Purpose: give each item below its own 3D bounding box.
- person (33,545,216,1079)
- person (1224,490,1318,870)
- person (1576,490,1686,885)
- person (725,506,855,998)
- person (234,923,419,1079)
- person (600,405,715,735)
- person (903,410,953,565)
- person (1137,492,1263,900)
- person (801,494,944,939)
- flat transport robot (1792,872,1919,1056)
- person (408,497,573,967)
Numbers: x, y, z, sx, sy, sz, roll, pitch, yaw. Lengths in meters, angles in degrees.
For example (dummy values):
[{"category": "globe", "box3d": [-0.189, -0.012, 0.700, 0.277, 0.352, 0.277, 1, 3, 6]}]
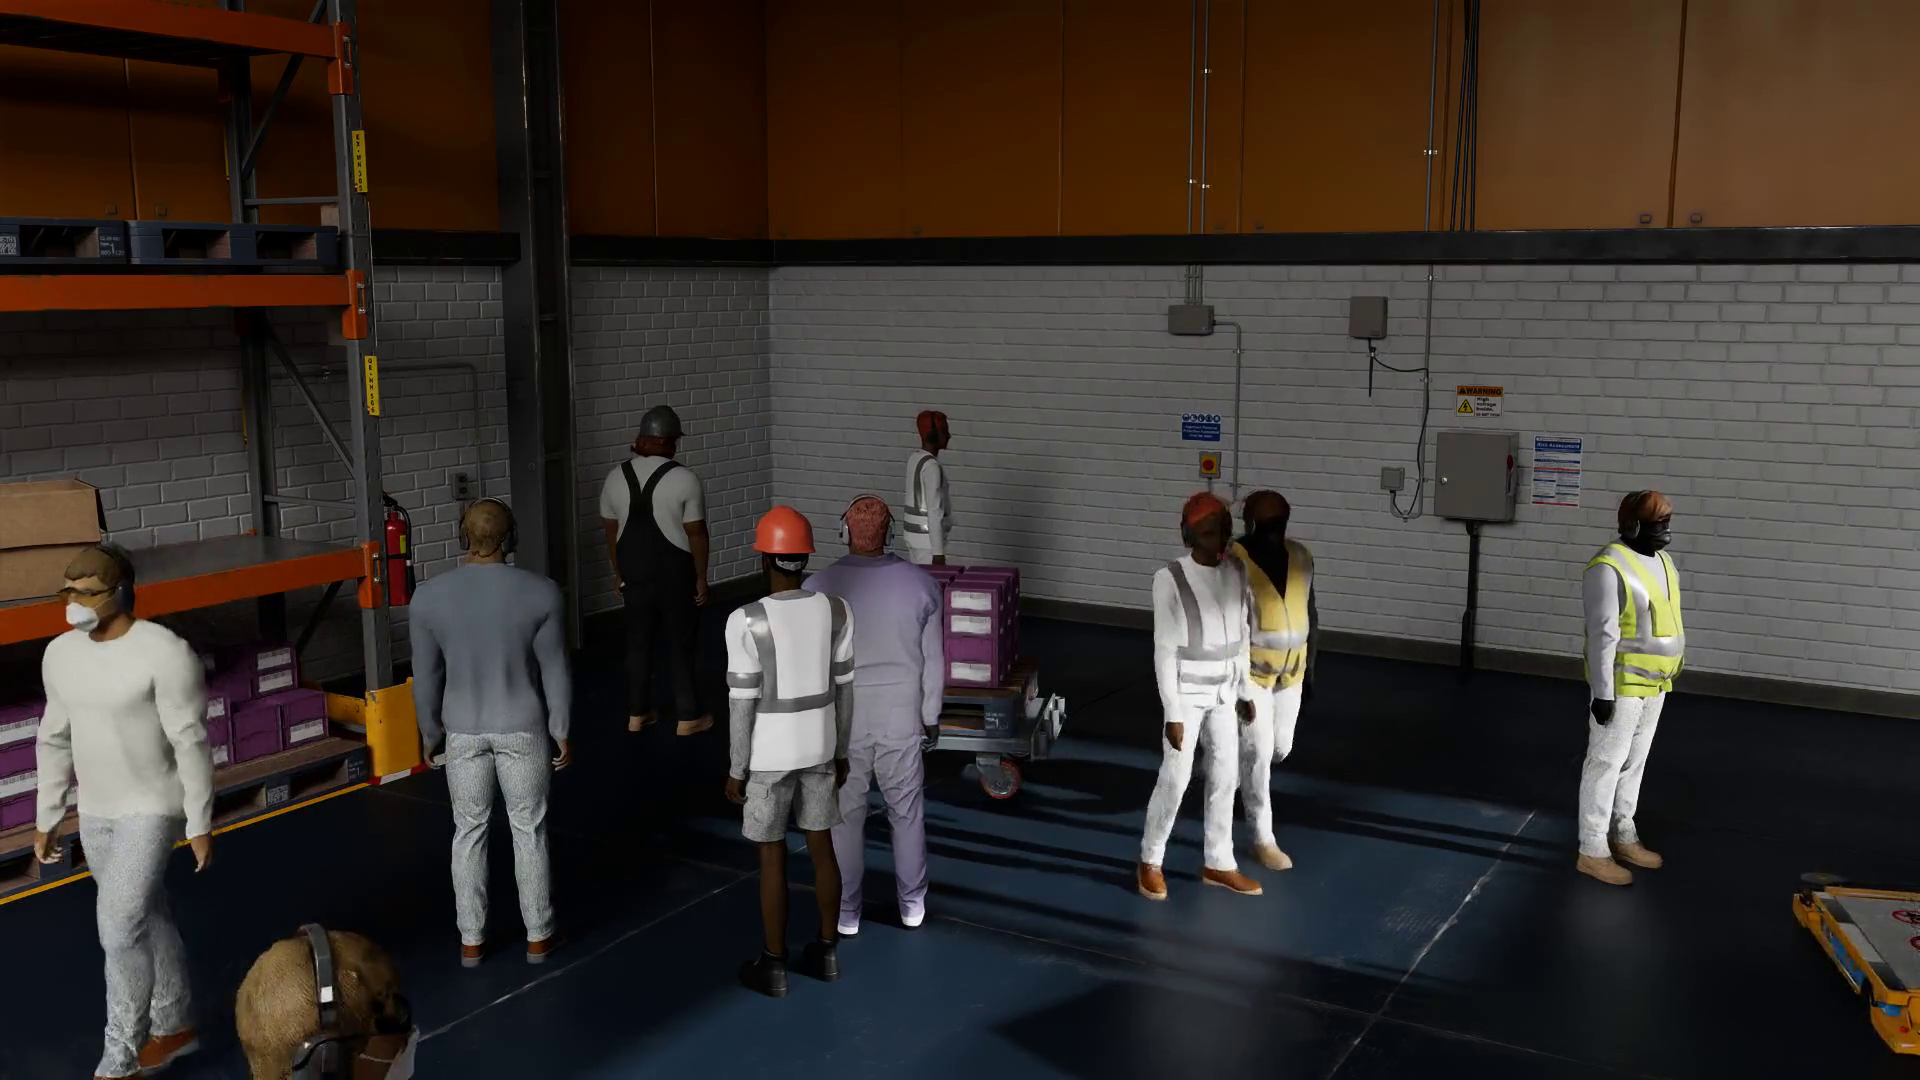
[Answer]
[{"category": "person", "box3d": [-2.942, 0.985, 5.655, 0.655, 1.914, 0.801, 4, 10, 23]}, {"category": "person", "box3d": [1.430, 0.635, 8.161, 0.623, 1.817, 0.761, -5, 10, -26]}, {"category": "person", "box3d": [3.162, 0.676, 7.824, 0.634, 1.841, 0.429, -8, 12, -42]}, {"category": "person", "box3d": [-0.681, 0.828, 6.571, 0.551, 1.937, 0.357, -6, 11, -33]}, {"category": "person", "box3d": [-1.037, 1.510, 2.419, 0.756, 1.917, 0.631, -7, 11, -37]}, {"category": "person", "box3d": [-1.830, 0.178, 10.309, 0.688, 2.000, 0.536, 3, 10, 19]}, {"category": "person", "box3d": [-0.220, 0.028, 11.742, 0.354, 1.881, 0.576, -2, 9, -15]}, {"category": "person", "box3d": [1.083, 0.708, 7.565, 0.632, 1.878, 0.436, -7, 11, -37]}, {"category": "person", "box3d": [-0.391, 0.752, 7.149, 0.644, 1.907, 0.400, -2, 9, -14]}, {"category": "flat transport robot", "box3d": [3.827, 1.661, 6.561, 0.652, 0.197, 1.431, 2, 9, 13]}, {"category": "person", "box3d": [-1.905, 0.787, 6.825, 0.635, 1.937, 0.354, -1, 9, -5]}]
